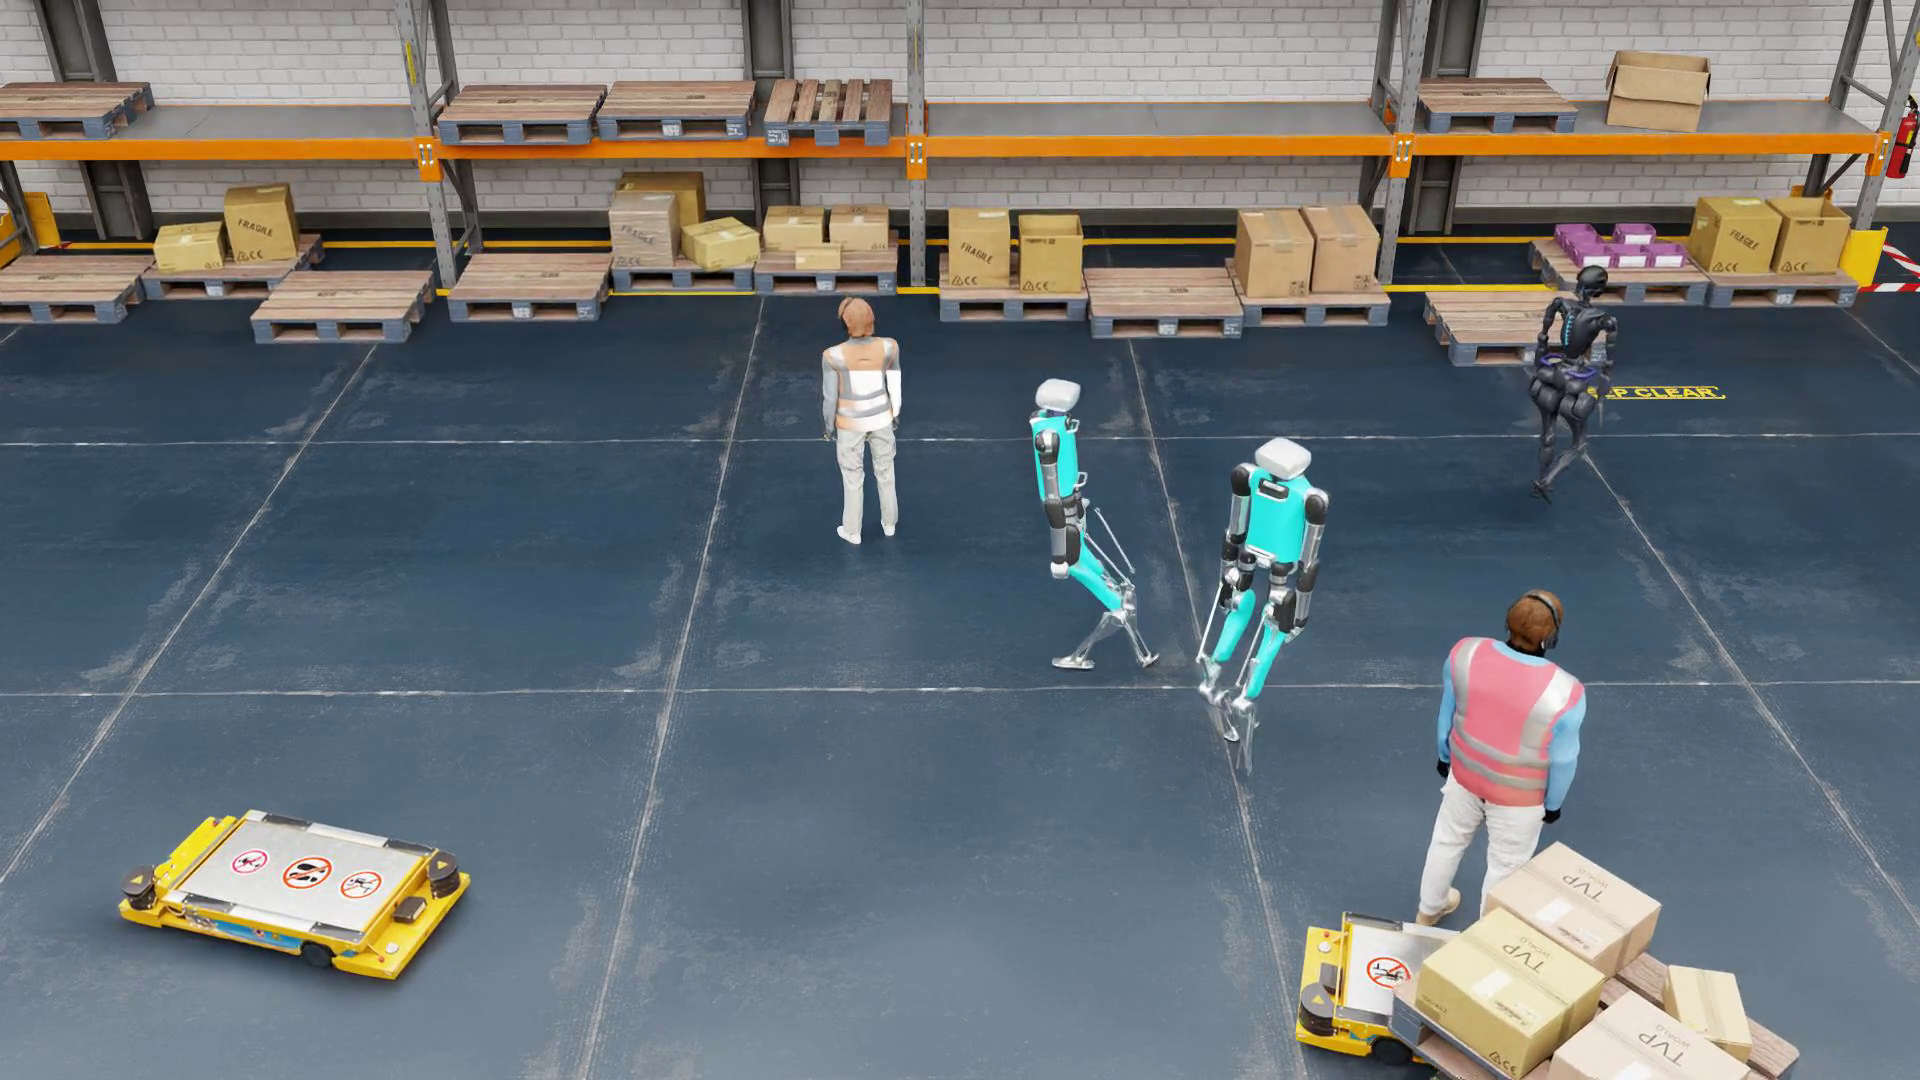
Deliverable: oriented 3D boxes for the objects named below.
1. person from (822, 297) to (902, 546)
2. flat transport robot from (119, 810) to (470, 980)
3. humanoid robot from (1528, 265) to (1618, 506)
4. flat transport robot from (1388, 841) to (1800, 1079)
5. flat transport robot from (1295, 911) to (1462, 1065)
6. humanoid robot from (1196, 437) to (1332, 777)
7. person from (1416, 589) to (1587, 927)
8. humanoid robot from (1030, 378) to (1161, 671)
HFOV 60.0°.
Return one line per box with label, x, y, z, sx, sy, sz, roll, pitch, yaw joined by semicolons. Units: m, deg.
person;-0.599;-0.723;10.282;0.514;1.639;0.308;-12;33;-19
flat transport robot;-3.085;1.617;7.719;1.431;0.231;0.659;8;32;14
humanoid robot;3.860;-0.980;10.680;0.467;1.649;0.583;-23;38;-33
flat transport robot;2.512;2.190;6.765;1.431;0.231;0.659;-22;38;-32
flat transport robot;2.187;1.989;7.099;1.431;0.231;0.659;8;32;13
humanoid robot;1.412;0.432;8.345;0.532;1.872;0.715;23;38;33
person;2.345;1.019;7.205;0.432;1.835;0.619;-26;40;-36
humanoid robot;0.800;0.025;9.020;0.883;1.849;0.556;5;31;9
